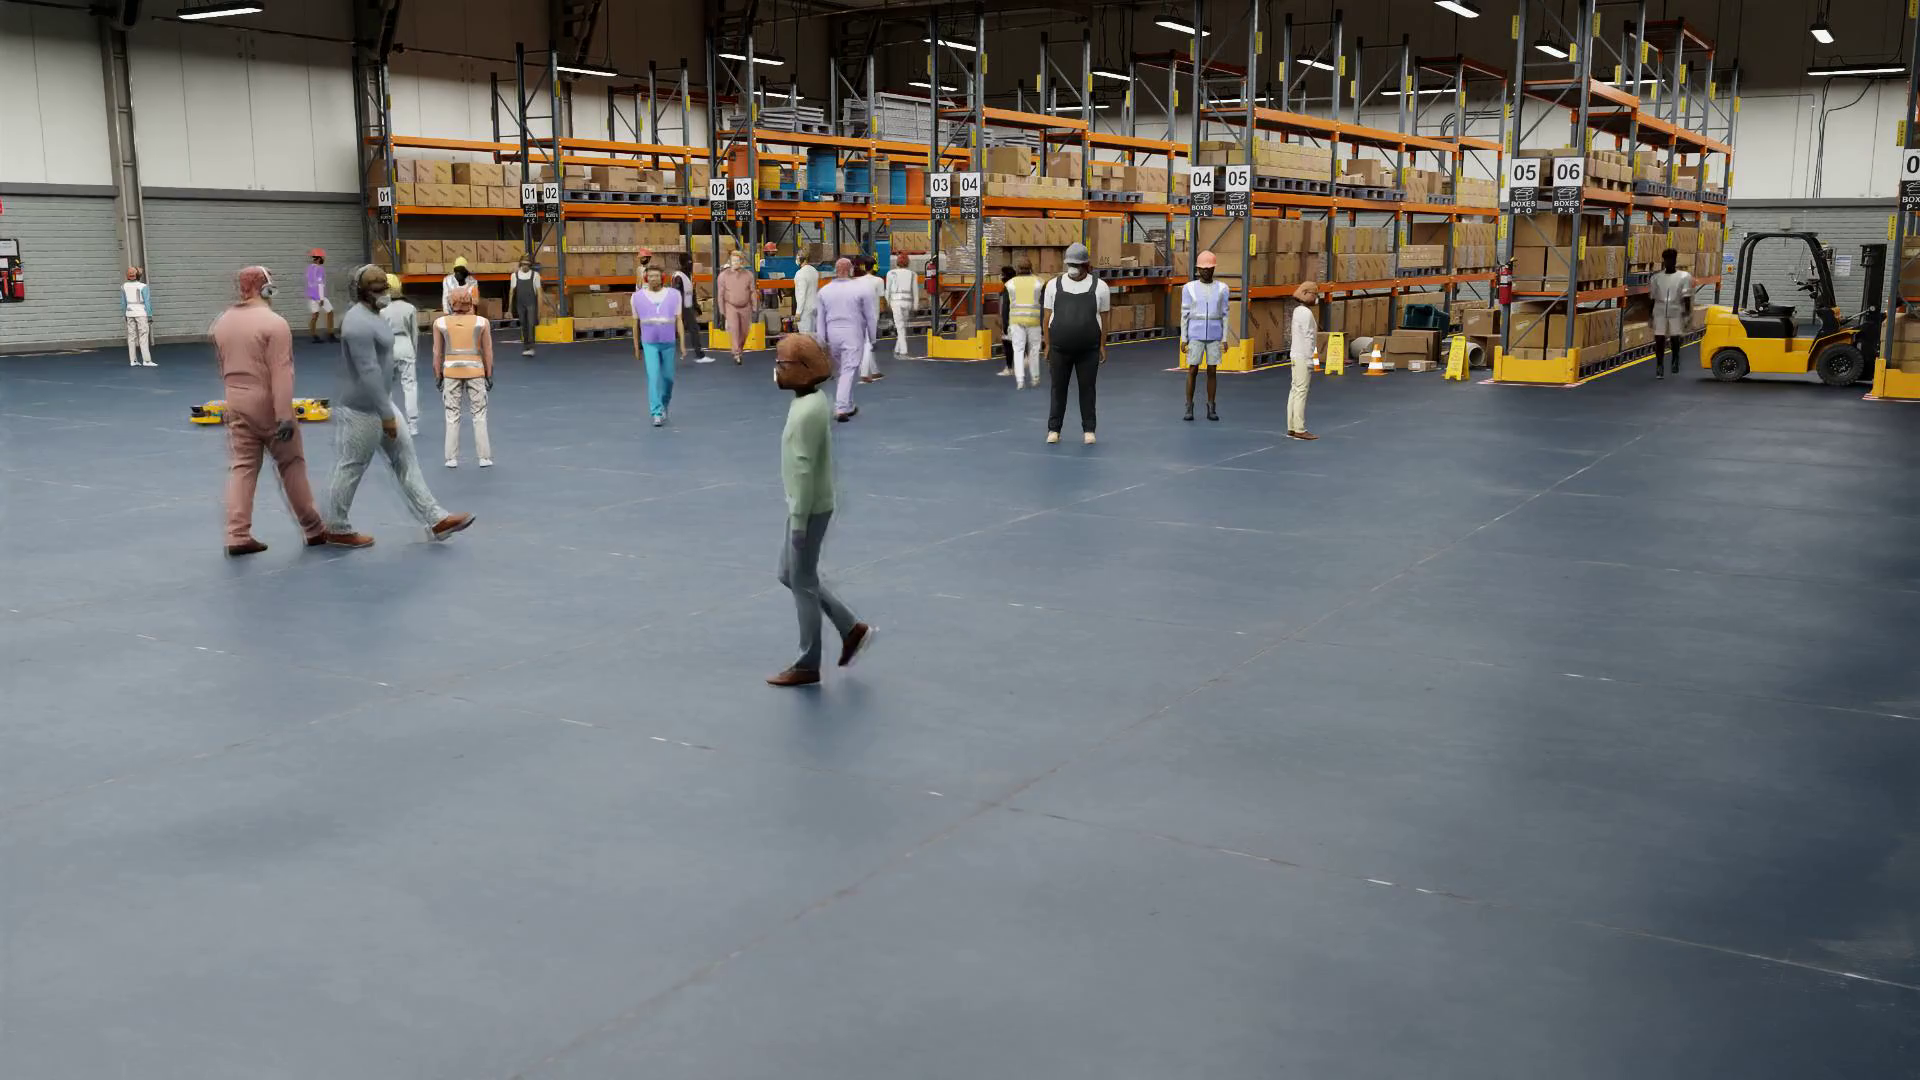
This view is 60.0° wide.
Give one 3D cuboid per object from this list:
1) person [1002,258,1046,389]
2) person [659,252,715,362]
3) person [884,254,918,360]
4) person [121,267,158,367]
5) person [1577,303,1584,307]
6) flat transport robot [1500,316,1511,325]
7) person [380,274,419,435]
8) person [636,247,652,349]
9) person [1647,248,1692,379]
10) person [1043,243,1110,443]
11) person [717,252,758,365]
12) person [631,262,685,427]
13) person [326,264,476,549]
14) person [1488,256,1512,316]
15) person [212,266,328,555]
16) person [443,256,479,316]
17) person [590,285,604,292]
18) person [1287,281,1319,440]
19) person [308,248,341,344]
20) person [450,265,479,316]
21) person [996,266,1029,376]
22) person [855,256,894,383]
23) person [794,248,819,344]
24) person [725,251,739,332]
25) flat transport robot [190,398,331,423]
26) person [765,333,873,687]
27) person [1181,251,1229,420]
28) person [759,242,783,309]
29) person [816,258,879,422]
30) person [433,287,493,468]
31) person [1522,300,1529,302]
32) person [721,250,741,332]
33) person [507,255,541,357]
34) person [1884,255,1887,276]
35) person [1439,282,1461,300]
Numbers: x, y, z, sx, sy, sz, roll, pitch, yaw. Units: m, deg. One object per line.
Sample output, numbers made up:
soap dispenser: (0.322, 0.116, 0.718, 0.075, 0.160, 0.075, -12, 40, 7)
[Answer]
person: (0.917, -3.043, 23.381, 0.652, 1.807, 0.791, 1, 10, 7)
person: (-4.724, -3.949, 28.312, 1.011, 1.875, 0.610, 0, 10, 3)
person: (-1.020, -4.082, 29.127, 0.561, 1.827, 0.970, -5, 11, -25)
person: (-13.513, -3.664, 27.334, 0.523, 1.639, 0.306, 3, 10, 14)
person: (15.402, -6.349, 41.540, 0.379, 1.940, 0.629, -2, 10, -14)
flat transport robot: (13.395, -5.381, 40.787, 0.652, 0.197, 1.431, 1, 10, 8)
person: (-6.007, -1.972, 17.714, 0.492, 1.694, 0.912, -6, 12, -30)
person: (-5.974, -4.598, 31.727, 0.543, 1.939, 0.371, 6, 12, 32)
person: (10.586, -3.373, 24.827, 0.641, 1.949, 0.467, 6, 12, 32)
person: (1.166, -1.985, 16.810, 0.672, 2.000, 0.536, 1, 10, 6)
person: (-3.761, -3.911, 28.063, 0.647, 1.884, 0.833, -4, 11, -21)
person: (-3.395, -2.209, 18.681, 0.571, 1.821, 0.819, -3, 11, -16)
person: (-3.757, -0.857, 10.935, 1.019, 1.878, 0.639, -1, 10, -8)
person: (13.619, -6.340, 42.076, 1.125, 1.749, 0.640, -2, 10, -10)
person: (-4.538, -0.856, 10.946, 0.671, 1.867, 0.822, 5, 11, 25)
person: (-8.535, -3.951, 28.476, 0.583, 1.803, 0.769, -2, 10, -10)
person: (-8.528, -5.918, 39.149, 0.366, 1.930, 0.542, -10, 14, -43)
person: (3.562, -1.855, 17.219, 0.278, 1.633, 0.498, -1, 10, -4)
person: (-12.904, -4.941, 33.715, 0.565, 1.909, 0.759, 8, 13, 39)
person: (-7.897, -3.540, 26.538, 0.537, 1.680, 0.362, 3, 10, 14)
person: (0.810, -3.322, 25.305, 0.442, 1.685, 0.536, 2, 10, 9)
person: (-1.229, -3.209, 24.261, 0.542, 1.834, 0.873, 8, 13, 37)
person: (-2.447, -3.632, 26.320, 0.373, 1.940, 0.629, 3, 11, 16)
person: (-4.686, -5.099, 34.763, 0.609, 1.877, 0.955, 8, 13, 38)
flat transport robot: (-7.951, -1.481, 18.939, 1.431, 0.197, 0.652, -3, 11, -17)
person: (-0.672, -0.129, 7.564, 0.413, 1.619, 0.524, 0, 10, -1)
person: (2.798, -2.323, 18.989, 0.552, 1.935, 0.374, 0, 10, 0)
person: (-3.923, -5.133, 34.428, 0.381, 2.045, 0.605, 10, 14, 43)
person: (-1.298, -2.296, 19.096, 0.643, 1.856, 1.012, 4, 11, 21)
person: (-4.495, -1.463, 15.059, 0.528, 1.627, 0.322, -2, 10, -11)
person: (14.381, -6.407, 42.201, 0.604, 1.820, 0.513, -9, 13, -41)
person: (-4.898, -5.323, 35.944, 0.584, 1.882, 0.337, 6, 12, 30)
person: (-7.765, -4.155, 29.621, 0.548, 1.795, 0.874, 0, 10, -2)
person: (20.409, -5.549, 37.085, 0.594, 1.925, 0.370, -8, 13, -38)
person: (12.400, -6.396, 42.195, 0.649, 1.803, 0.723, -4, 11, -20)
